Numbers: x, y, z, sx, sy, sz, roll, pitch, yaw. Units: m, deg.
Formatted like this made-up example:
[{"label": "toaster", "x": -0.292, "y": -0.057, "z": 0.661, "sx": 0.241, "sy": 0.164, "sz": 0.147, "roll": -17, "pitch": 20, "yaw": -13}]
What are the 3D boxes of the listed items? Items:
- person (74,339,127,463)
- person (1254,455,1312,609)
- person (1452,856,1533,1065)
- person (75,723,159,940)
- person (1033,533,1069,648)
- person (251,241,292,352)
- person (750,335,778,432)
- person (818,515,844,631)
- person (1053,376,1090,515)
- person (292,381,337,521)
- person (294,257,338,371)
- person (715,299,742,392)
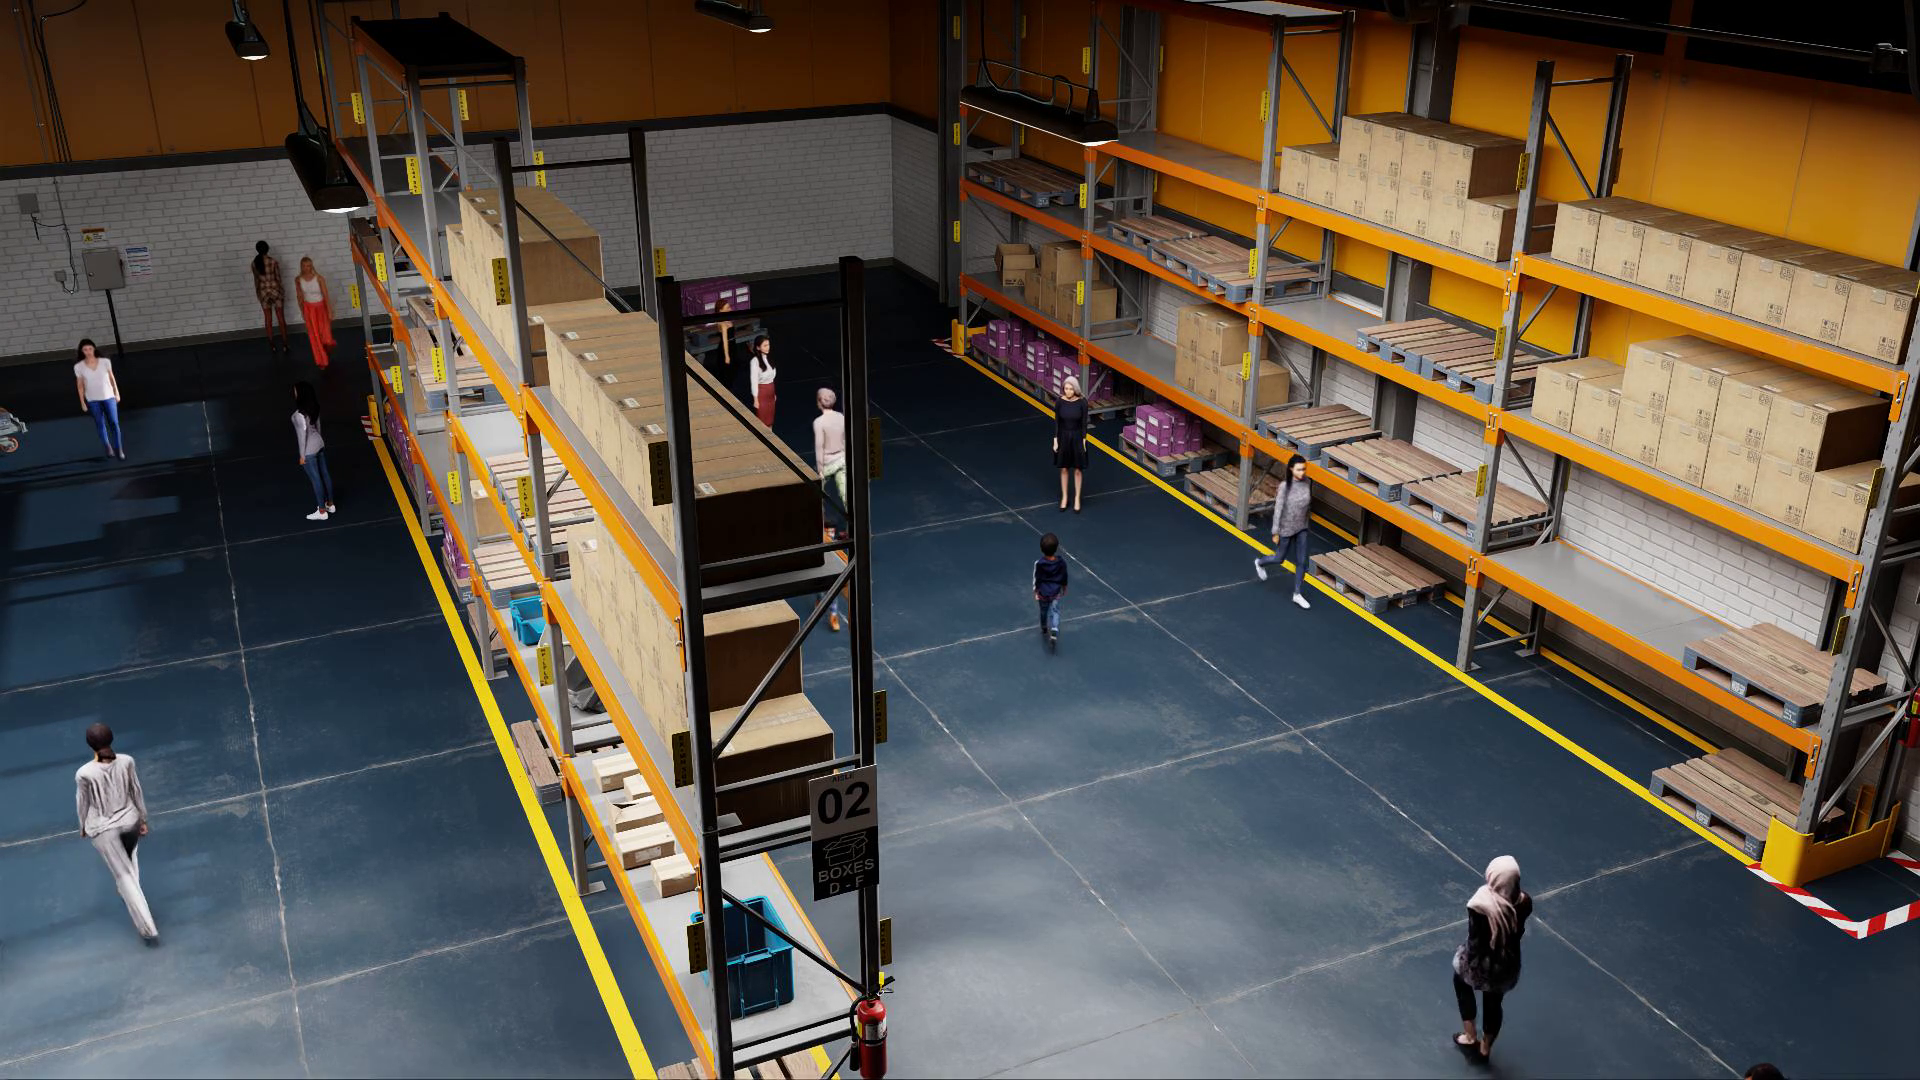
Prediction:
[{"label": "person", "x": -11.430, "y": -1.868, "z": 22.099, "sx": 0.673, "sy": 1.662, "sz": 0.866, "roll": -13, "pitch": 27, "yaw": -27}, {"label": "person", "x": 3.554, "y": -0.144, "z": 18.098, "sx": 0.651, "sy": 1.708, "sz": 1.027, "roll": -12, "pitch": 27, "yaw": -26}, {"label": "person", "x": 3.650, "y": 2.882, "z": 11.280, "sx": 0.697, "sy": 1.625, "sz": 0.733, "roll": -6, "pitch": 24, "yaw": -12}, {"label": "person", "x": -6.381, "y": 2.237, "z": 12.623, "sx": 1.179, "sy": 1.731, "sz": 0.874, "roll": 21, "pitch": 31, "yaw": 39}, {"label": "person", "x": 0.938, "y": 0.521, "z": 17.204, "sx": 0.711, "sy": 1.207, "sz": 0.884, "roll": -1, "pitch": 24, "yaw": -2}, {"label": "person", "x": -11.017, "y": -3.897, "z": 26.580, "sx": 0.648, "sy": 1.791, "sz": 0.647, "roll": -3, "pitch": 24, "yaw": -7}, {"label": "person", "x": -2.576, "y": -1.856, "z": 21.963, "sx": 0.698, "sy": 1.750, "sz": 0.681, "roll": 13, "pitch": 27, "yaw": 28}, {"label": "person", "x": -1.408, "y": 0.327, "z": 17.602, "sx": 0.561, "sy": 1.242, "sz": 0.751, "roll": -7, "pitch": 25, "yaw": -15}, {"label": "person", "x": 1.362, "y": -1.178, "z": 20.420, "sx": 0.710, "sy": 1.743, "sz": 0.747, "roll": 5, "pitch": 24, "yaw": 11}, {"label": "person", "x": -7.874, "y": -1.104, "z": 20.260, "sx": 0.749, "sy": 1.736, "sz": 0.649, "roll": 4, "pitch": 24, "yaw": 8}, {"label": "person", "x": -9.990, "y": -3.543, "z": 25.797, "sx": 0.802, "sy": 1.769, "sz": 1.050, "roll": -3, "pitch": 24, "yaw": -8}, {"label": "person", "x": -3.383, "y": -2.691, "z": 24.028, "sx": 0.713, "sy": 1.624, "sz": 0.624, "roll": 0, "pitch": 24, "yaw": 1}]
